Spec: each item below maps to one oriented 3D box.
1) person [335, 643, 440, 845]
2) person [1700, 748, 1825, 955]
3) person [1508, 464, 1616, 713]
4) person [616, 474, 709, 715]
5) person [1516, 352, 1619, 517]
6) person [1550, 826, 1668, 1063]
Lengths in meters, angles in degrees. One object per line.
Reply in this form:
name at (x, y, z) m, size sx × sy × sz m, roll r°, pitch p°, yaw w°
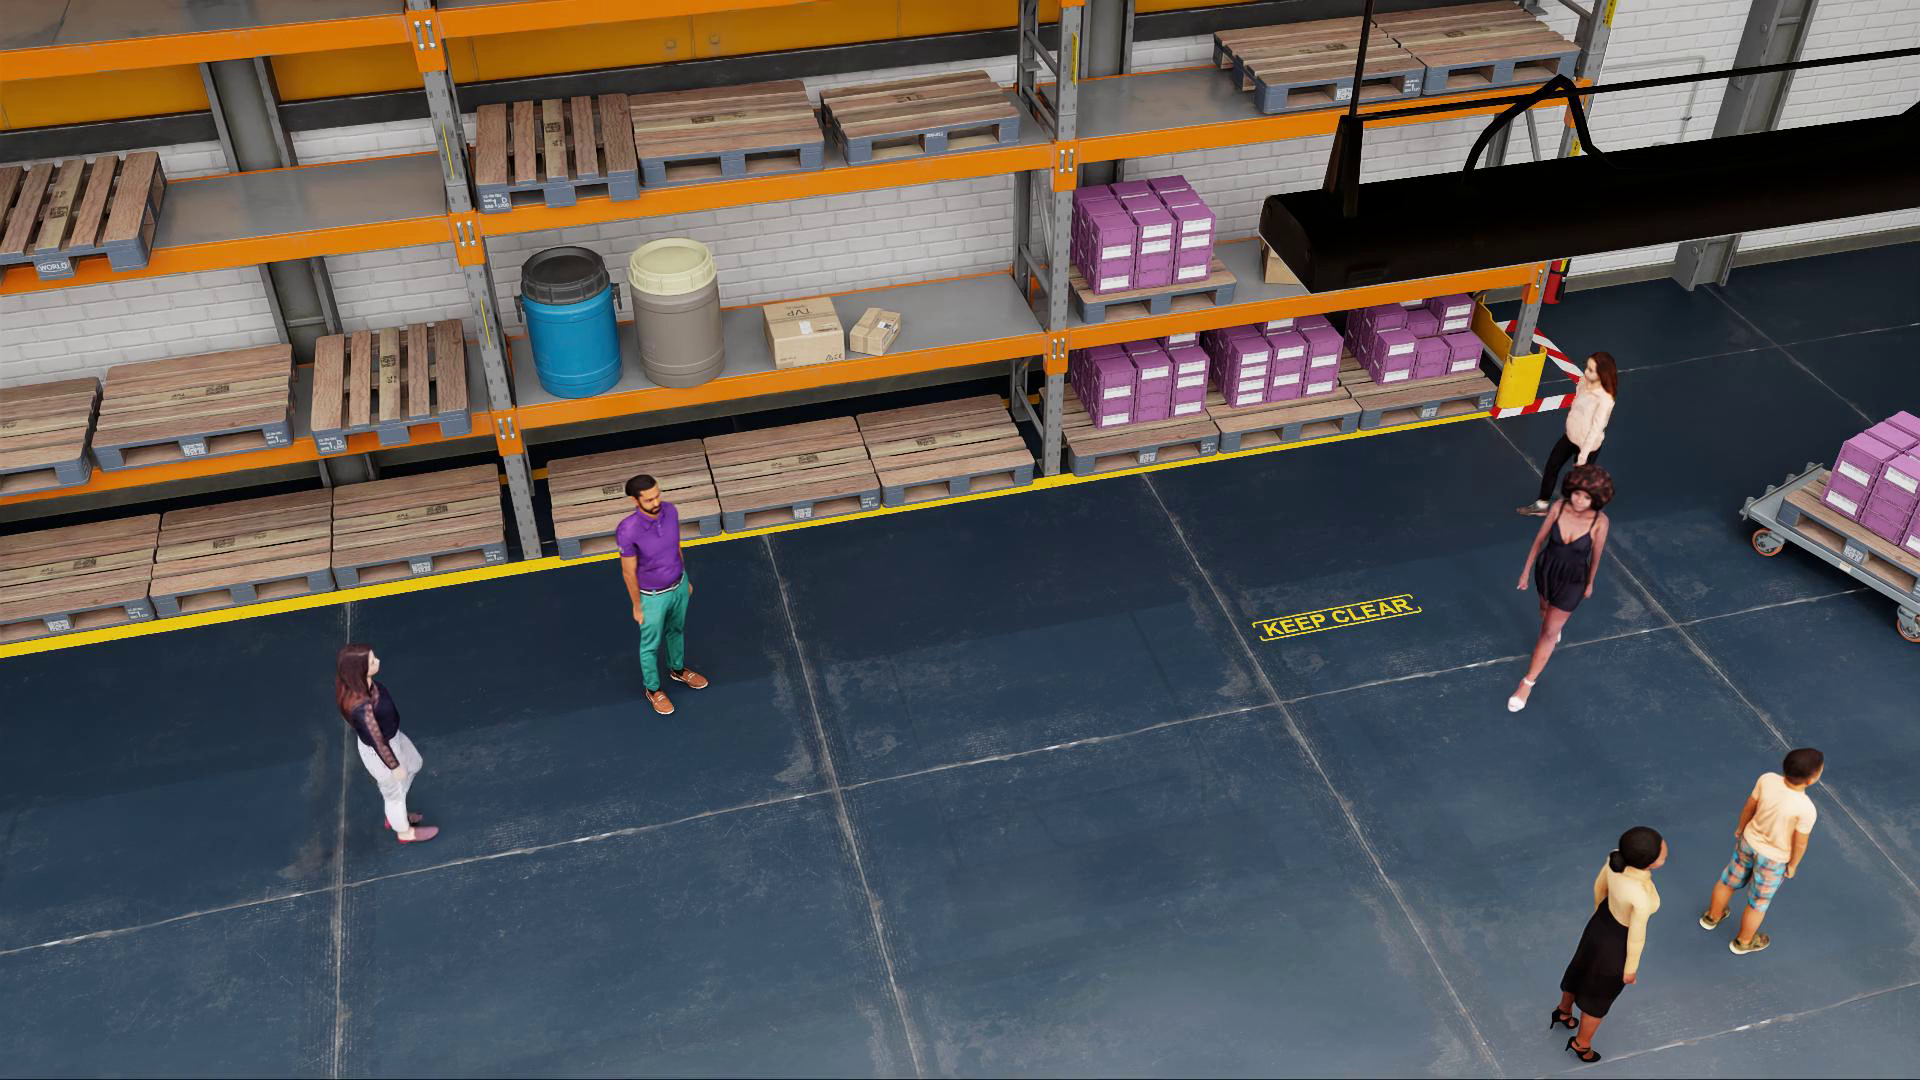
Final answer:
person at (-3.388, 1.218, 9.597) m, size 0.640 × 1.602 × 0.662 m, roll -18°, pitch 42°, yaw -21°
person at (4.423, 1.684, 9.126) m, size 0.552 × 1.461 × 0.572 m, roll -20°, pitch 43°, yaw -24°
person at (3.895, 0.219, 10.735) m, size 0.987 × 1.743 × 1.137 m, roll 26°, pitch 45°, yaw 28°
person at (-1.927, 0.308, 10.604) m, size 0.787 × 1.768 × 0.700 m, roll 27°, pitch 46°, yaw 29°
person at (4.599, -0.734, 12.151) m, size 0.694 × 1.466 × 0.590 m, roll -12°, pitch 40°, yaw -15°
person at (3.323, 2.058, 8.505) m, size 0.571 × 1.652 × 0.596 m, roll -5°, pitch 39°, yaw -6°
